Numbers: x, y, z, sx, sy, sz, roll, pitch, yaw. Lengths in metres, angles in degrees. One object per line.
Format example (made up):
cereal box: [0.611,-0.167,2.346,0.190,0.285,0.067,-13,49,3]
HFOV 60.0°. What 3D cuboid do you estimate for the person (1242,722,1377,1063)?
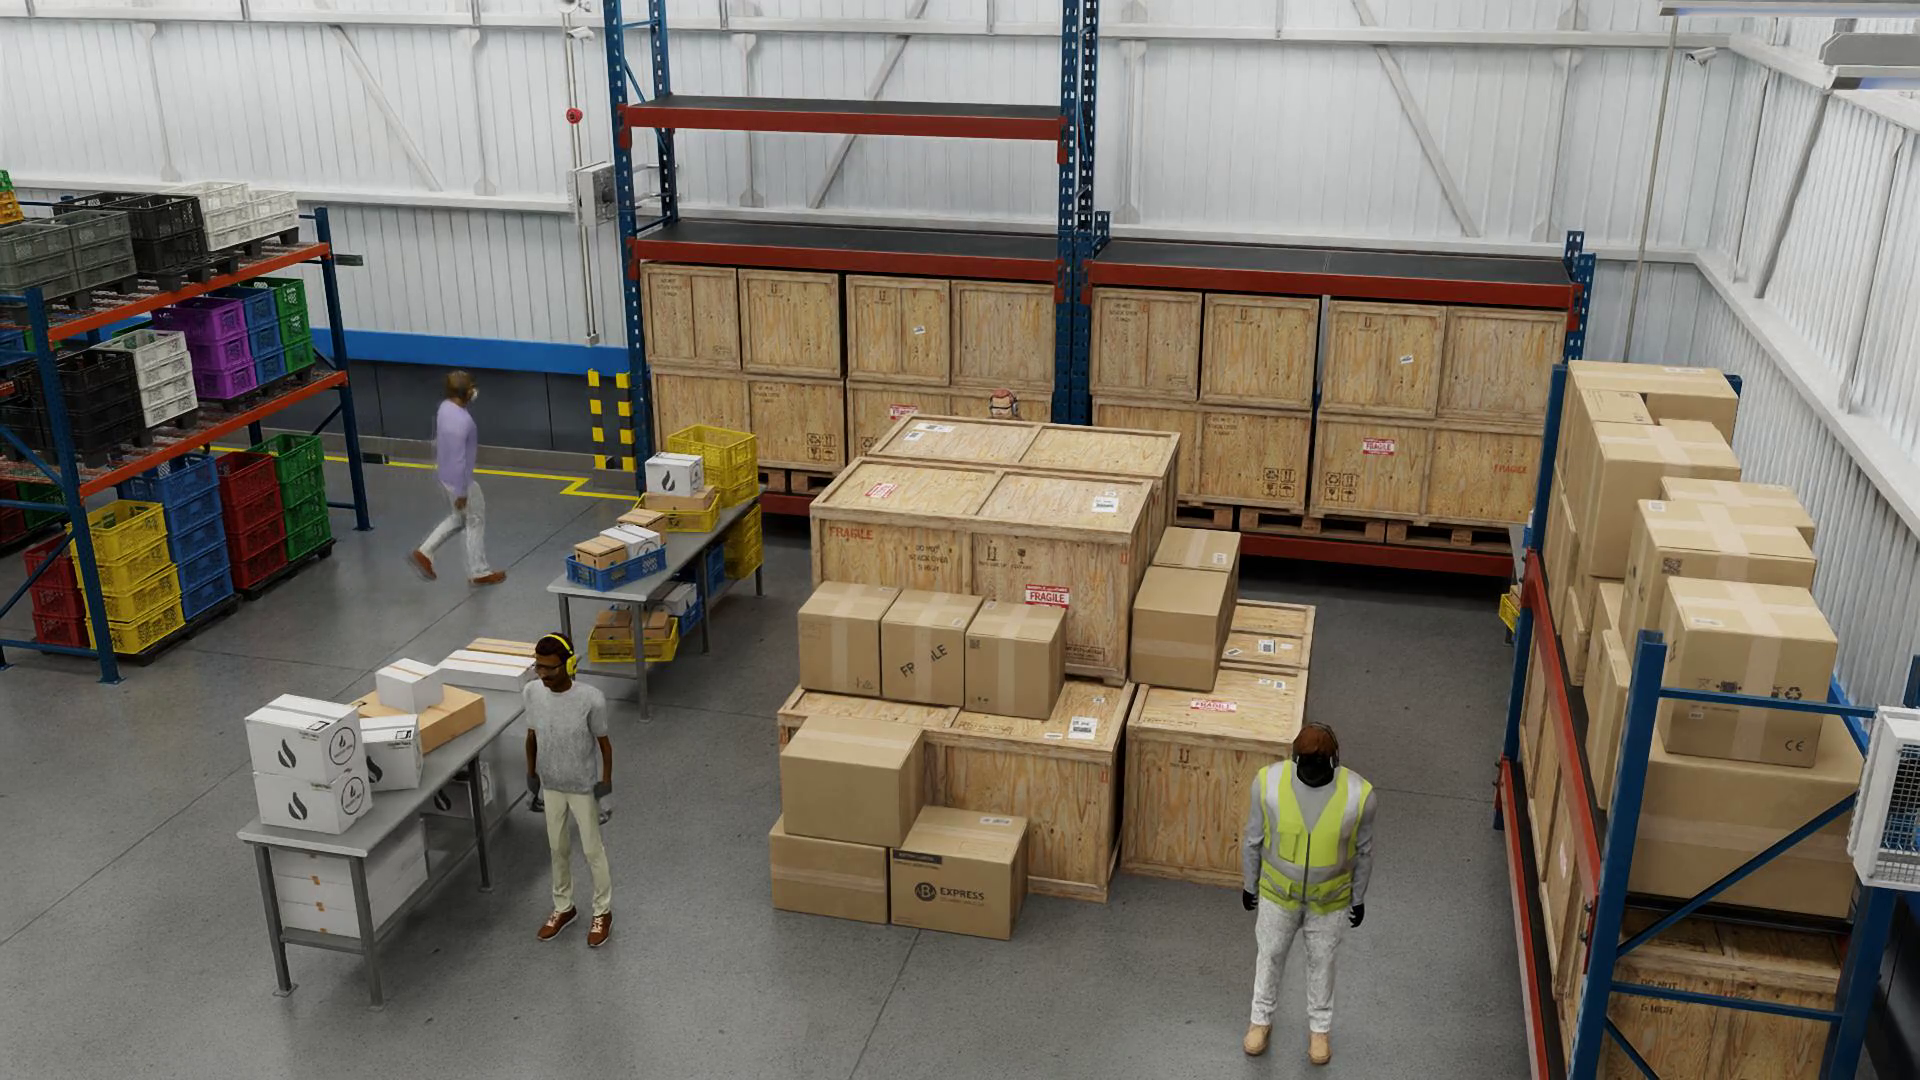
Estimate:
person: [1.708,1.744,8.259,0.635,1.842,0.429,5,21,13]

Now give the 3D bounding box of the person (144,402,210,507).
person: [-7.130,-0.899,15.135,0.581,1.879,0.345,-13,25,-31]

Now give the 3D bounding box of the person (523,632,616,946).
person: [-2.163,1.374,9.189,0.535,1.869,0.314,5,21,13]

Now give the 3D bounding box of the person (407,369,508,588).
person: [-4.303,-0.495,14.016,0.702,1.921,0.638,-10,23,-24]
